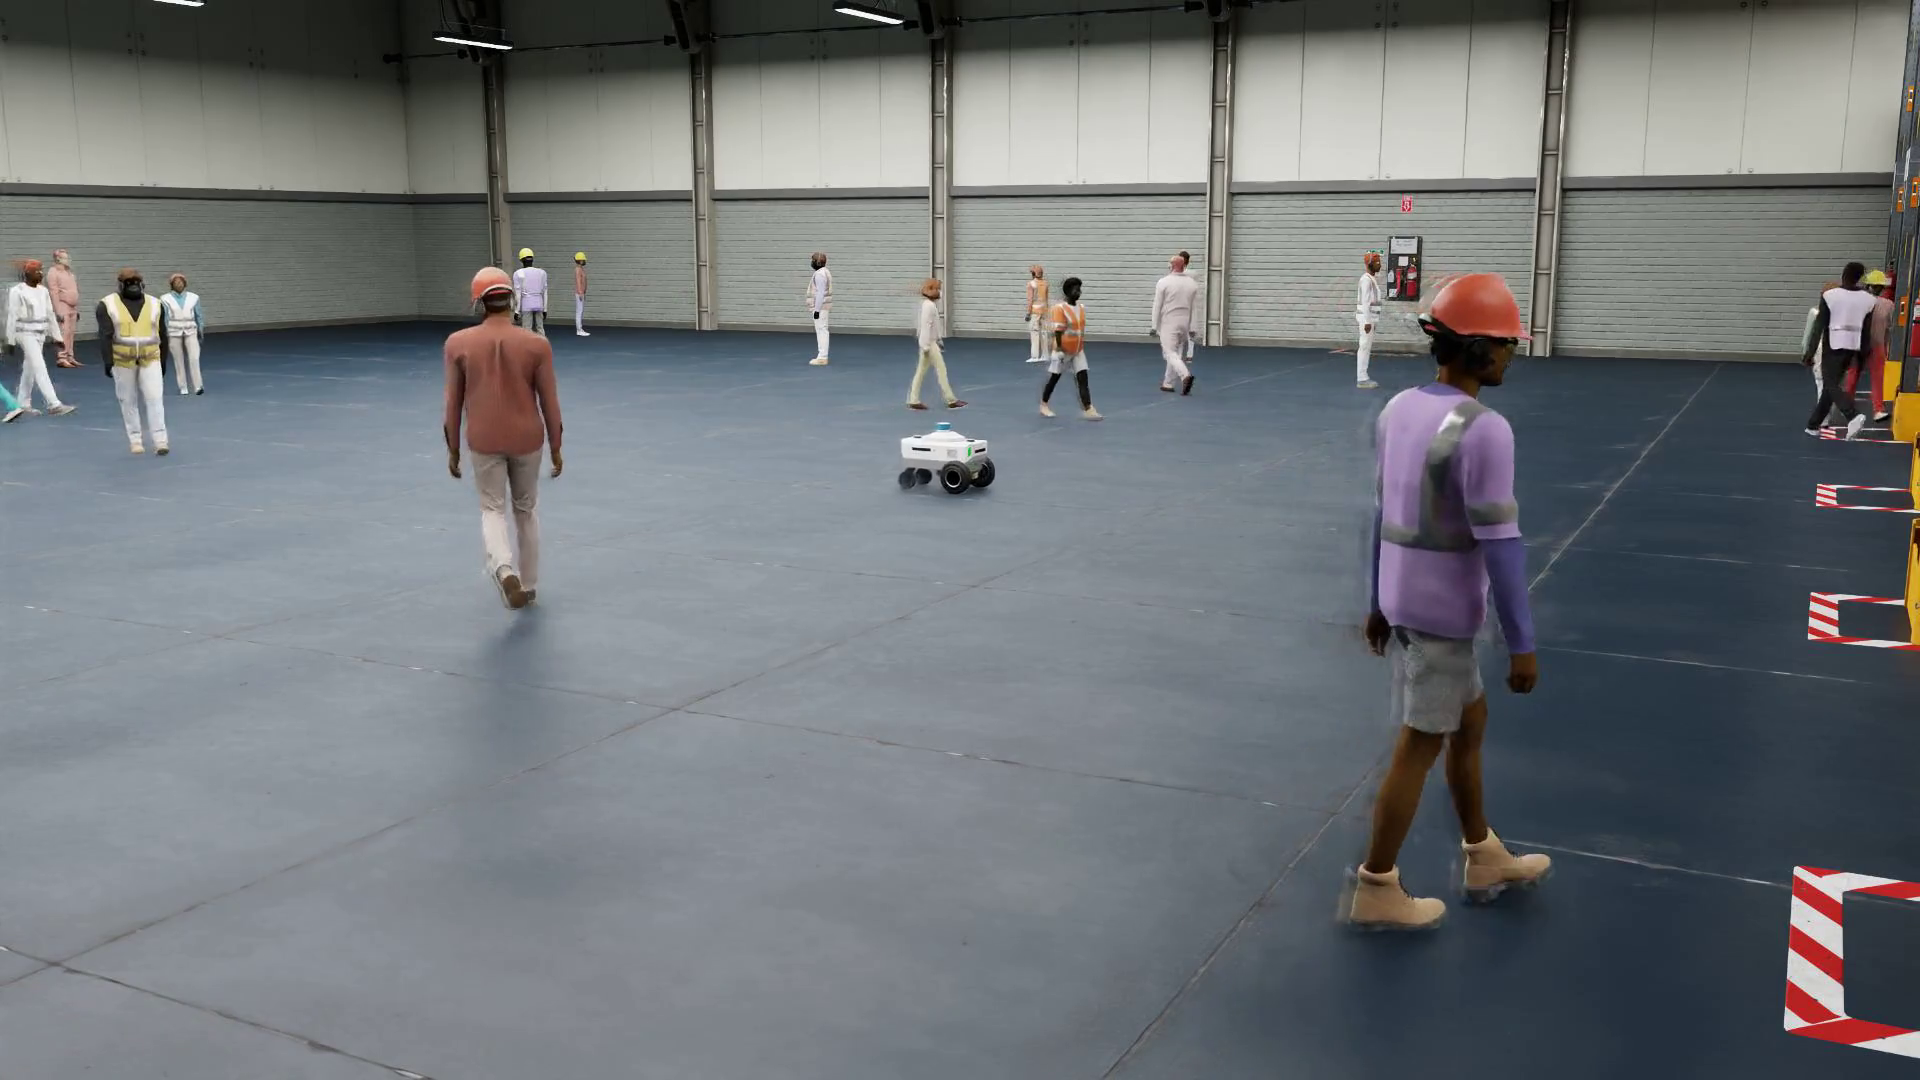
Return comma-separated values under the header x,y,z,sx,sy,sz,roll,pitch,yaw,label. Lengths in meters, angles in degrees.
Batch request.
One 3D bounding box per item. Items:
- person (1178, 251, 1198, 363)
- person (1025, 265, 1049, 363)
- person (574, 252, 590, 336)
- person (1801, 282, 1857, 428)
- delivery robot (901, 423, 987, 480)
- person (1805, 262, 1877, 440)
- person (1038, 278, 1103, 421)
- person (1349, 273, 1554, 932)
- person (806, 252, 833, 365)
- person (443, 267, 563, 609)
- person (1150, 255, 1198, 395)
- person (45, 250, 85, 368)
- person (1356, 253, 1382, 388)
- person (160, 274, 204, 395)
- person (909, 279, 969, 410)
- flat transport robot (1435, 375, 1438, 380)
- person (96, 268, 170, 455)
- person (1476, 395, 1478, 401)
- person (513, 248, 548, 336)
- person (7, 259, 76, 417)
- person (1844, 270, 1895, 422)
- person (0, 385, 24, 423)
x,y,z,sx,sy,sz,roll,pitch,yaw,label
3.732,-3.890,27.830,0.507,1.865,0.329,-5,11,-25,person
1.294,-3.793,27.917,0.310,1.636,0.523,10,14,43,person
-8.064,-5.233,35.416,0.308,1.769,0.525,-1,10,-8,person
9.715,-2.077,18.643,0.536,1.595,0.795,2,11,13,person
-0.136,-0.744,13.990,0.707,0.478,0.477,6,12,29,delivery robot
9.297,-1.988,17.477,0.642,1.861,0.889,-1,10,-6,person
1.255,-2.206,19.244,0.544,1.653,0.893,-10,14,-42,person
1.598,0.208,5.078,0.896,2.007,0.630,-2,11,-10,person
-2.327,-3.822,27.514,0.429,1.846,0.625,0,10,2,person
-2.558,-0.545,9.347,0.650,1.961,0.747,-3,11,-17,person
2.925,-2.899,22.411,0.633,1.871,0.871,-6,12,-31,person
-14.439,-3.723,26.858,0.416,1.890,0.640,0,10,3,person
5.751,-3.083,23.379,0.353,1.883,0.578,3,11,17,person
-10.306,-2.705,22.059,0.546,1.596,0.812,-6,12,-31,person
-0.255,-2.370,20.267,0.795,1.600,0.502,-1,10,-5,person
7.513,-2.500,24.596,0.652,0.197,1.431,5,12,27,flat transport robot
-7.944,-1.704,16.065,0.626,1.802,0.897,-7,12,-33,person
5.807,-2.152,19.004,0.505,1.618,0.584,2,11,13,person
-6.956,-3.752,26.928,0.584,1.919,0.375,-9,14,-42,person
-10.797,-2.360,19.549,0.933,1.838,0.593,1,10,5,person
10.431,-2.213,19.067,0.537,1.722,0.826,1,10,6,person
-11.105,-2.191,18.904,0.763,1.738,0.526,-2,11,-12,person
